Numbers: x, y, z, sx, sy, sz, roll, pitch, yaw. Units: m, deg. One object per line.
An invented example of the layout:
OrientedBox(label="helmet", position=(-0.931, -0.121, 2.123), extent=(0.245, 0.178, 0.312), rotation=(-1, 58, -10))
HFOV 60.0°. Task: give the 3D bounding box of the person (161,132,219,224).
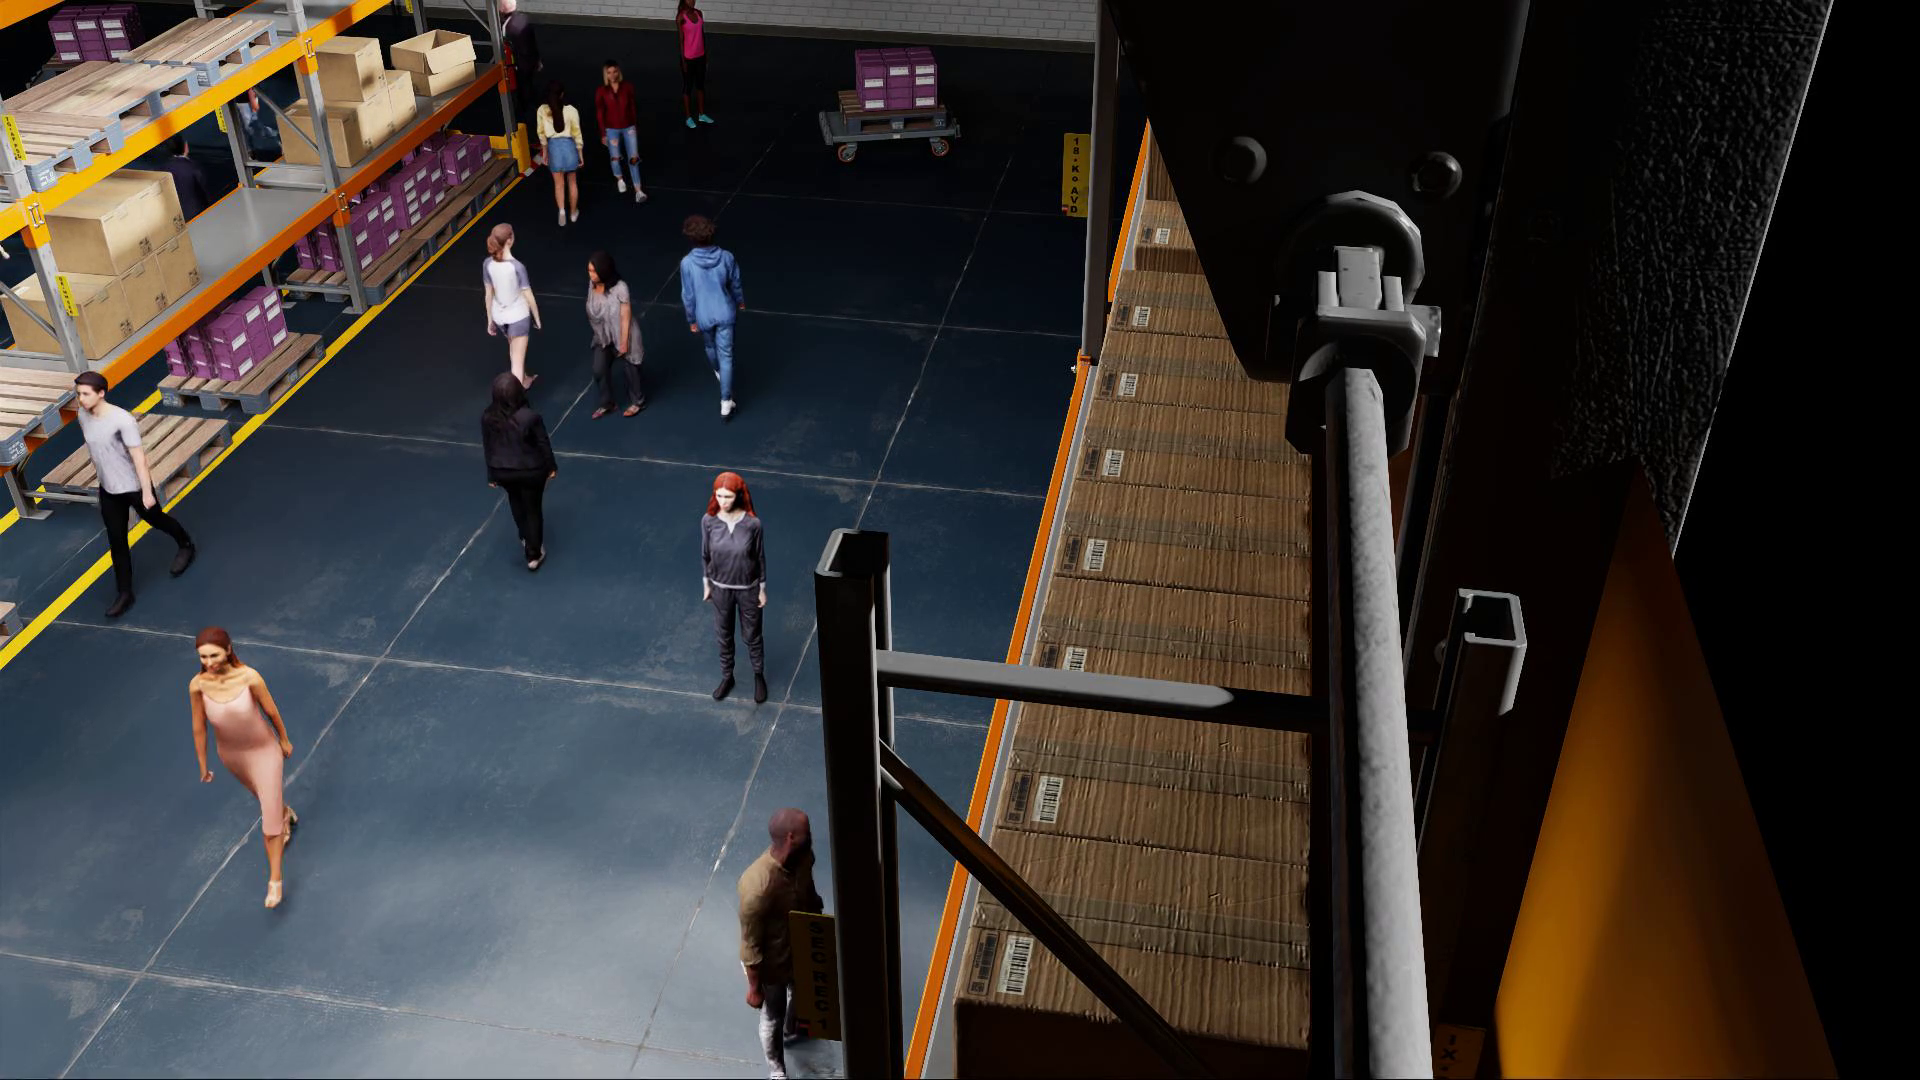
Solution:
OrientedBox(label="person", position=(-7.640, -3.154, 16.529), extent=(0.704, 1.686, 1.163), rotation=(8, 34, 12))

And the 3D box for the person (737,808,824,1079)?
OrientedBox(label="person", position=(-0.946, 2.146, 8.461), extent=(0.681, 1.790, 0.918), rotation=(-29, 43, -36))

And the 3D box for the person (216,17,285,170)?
OrientedBox(label="person", position=(-8.393, -5.284, 19.640), extent=(1.102, 1.789, 0.996), rotation=(-29, 43, -36))

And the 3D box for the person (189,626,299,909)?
OrientedBox(label="person", position=(-4.194, 1.214, 9.870), extent=(0.847, 1.783, 1.172), rotation=(-4, 34, -5))

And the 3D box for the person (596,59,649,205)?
OrientedBox(label="person", position=(-3.881, -4.653, 18.879), extent=(0.974, 1.581, 1.165), rotation=(-13, 36, -18))

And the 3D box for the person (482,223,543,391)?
OrientedBox(label="person", position=(-3.971, -1.885, 14.571), extent=(0.653, 1.741, 0.957), rotation=(9, 35, 13))

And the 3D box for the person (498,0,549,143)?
OrientedBox(label="person", position=(-5.235, -5.694, 20.254), extent=(0.928, 1.793, 1.098), rotation=(15, 36, 21))

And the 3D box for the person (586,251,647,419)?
OrientedBox(label="person", position=(-2.965, -1.839, 14.638), extent=(0.765, 1.589, 0.823), rotation=(19, 38, 26))

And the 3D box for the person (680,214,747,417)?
OrientedBox(label="person", position=(-2.158, -1.943, 14.647), extent=(0.853, 1.752, 1.246), rotation=(-1, 34, -1))

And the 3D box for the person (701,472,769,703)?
OrientedBox(label="person", position=(-1.512, 0.318, 11.222), extent=(0.589, 1.779, 0.505), rotation=(4, 34, 6))

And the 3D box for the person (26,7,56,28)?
OrientedBox(label="person", position=(-13.751, -8.336, 24.387), extent=(0.782, 1.617, 1.110), rotation=(-2, 34, -4))

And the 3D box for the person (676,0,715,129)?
OrientedBox(label="person", position=(-3.360, -6.075, 20.890), extent=(0.648, 1.723, 0.718), rotation=(-26, 42, -34))

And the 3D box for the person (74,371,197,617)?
OrientedBox(label="person", position=(-6.100, -0.434, 12.311), extent=(0.743, 1.825, 1.197), rotation=(9, 35, 13))

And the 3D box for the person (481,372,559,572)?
OrientedBox(label="person", position=(-3.349, -0.477, 12.579), extent=(0.713, 1.600, 0.788), rotation=(0, 34, 1))

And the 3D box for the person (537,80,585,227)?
OrientedBox(label="person", position=(-4.347, -4.179, 18.133), extent=(0.788, 1.617, 0.978), rotation=(-3, 34, -5))
